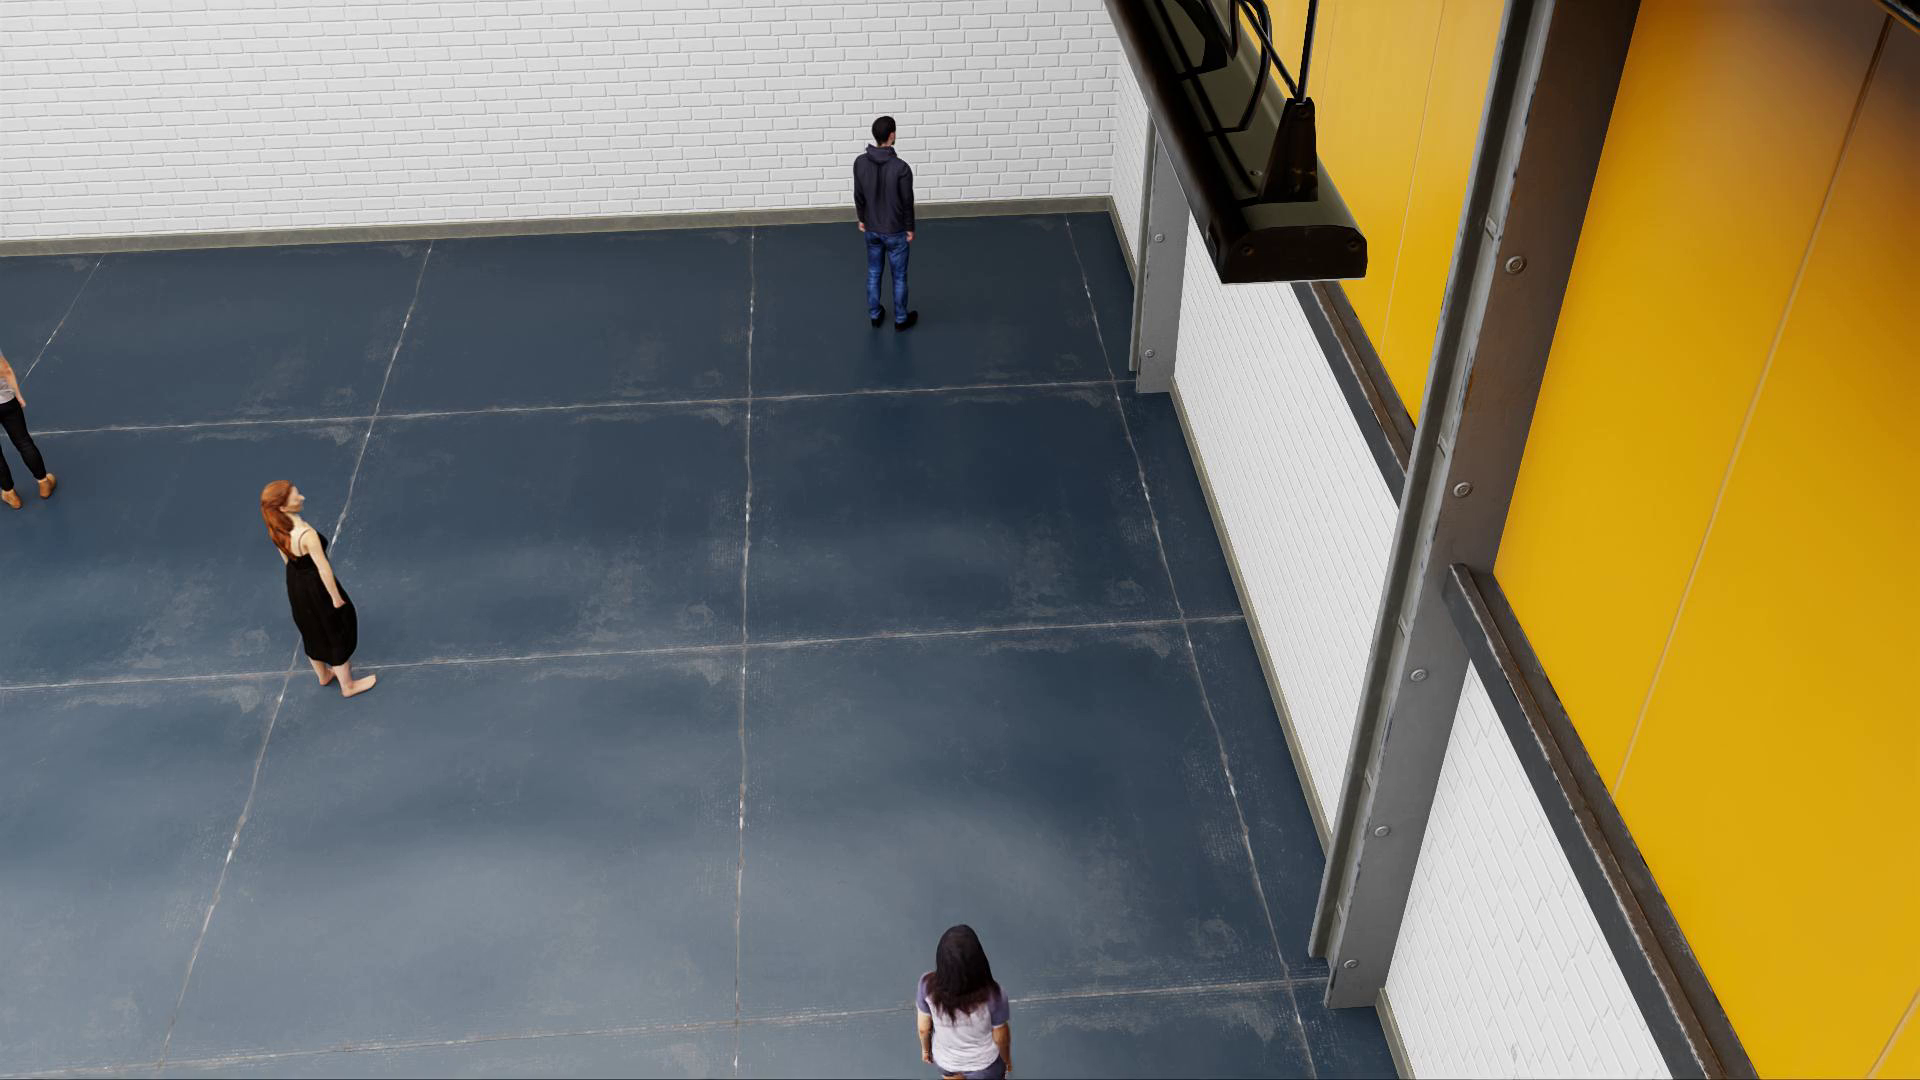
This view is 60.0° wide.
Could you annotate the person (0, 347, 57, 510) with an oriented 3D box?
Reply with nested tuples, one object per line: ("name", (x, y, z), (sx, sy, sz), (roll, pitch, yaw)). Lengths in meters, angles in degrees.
("person", (-7.012, -1.001, 11.988), (0.685, 1.724, 0.678), (-21, 43, -24))

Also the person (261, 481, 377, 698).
("person", (-4.067, 0.304, 10.432), (0.671, 1.626, 0.723), (24, 44, 27))

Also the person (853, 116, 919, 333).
("person", (-0.623, -2.617, 13.877), (0.753, 1.890, 0.726), (13, 40, 15))

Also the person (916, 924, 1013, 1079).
("person", (0.021, 2.436, 7.688), (0.768, 1.717, 0.963), (9, 39, 10))
